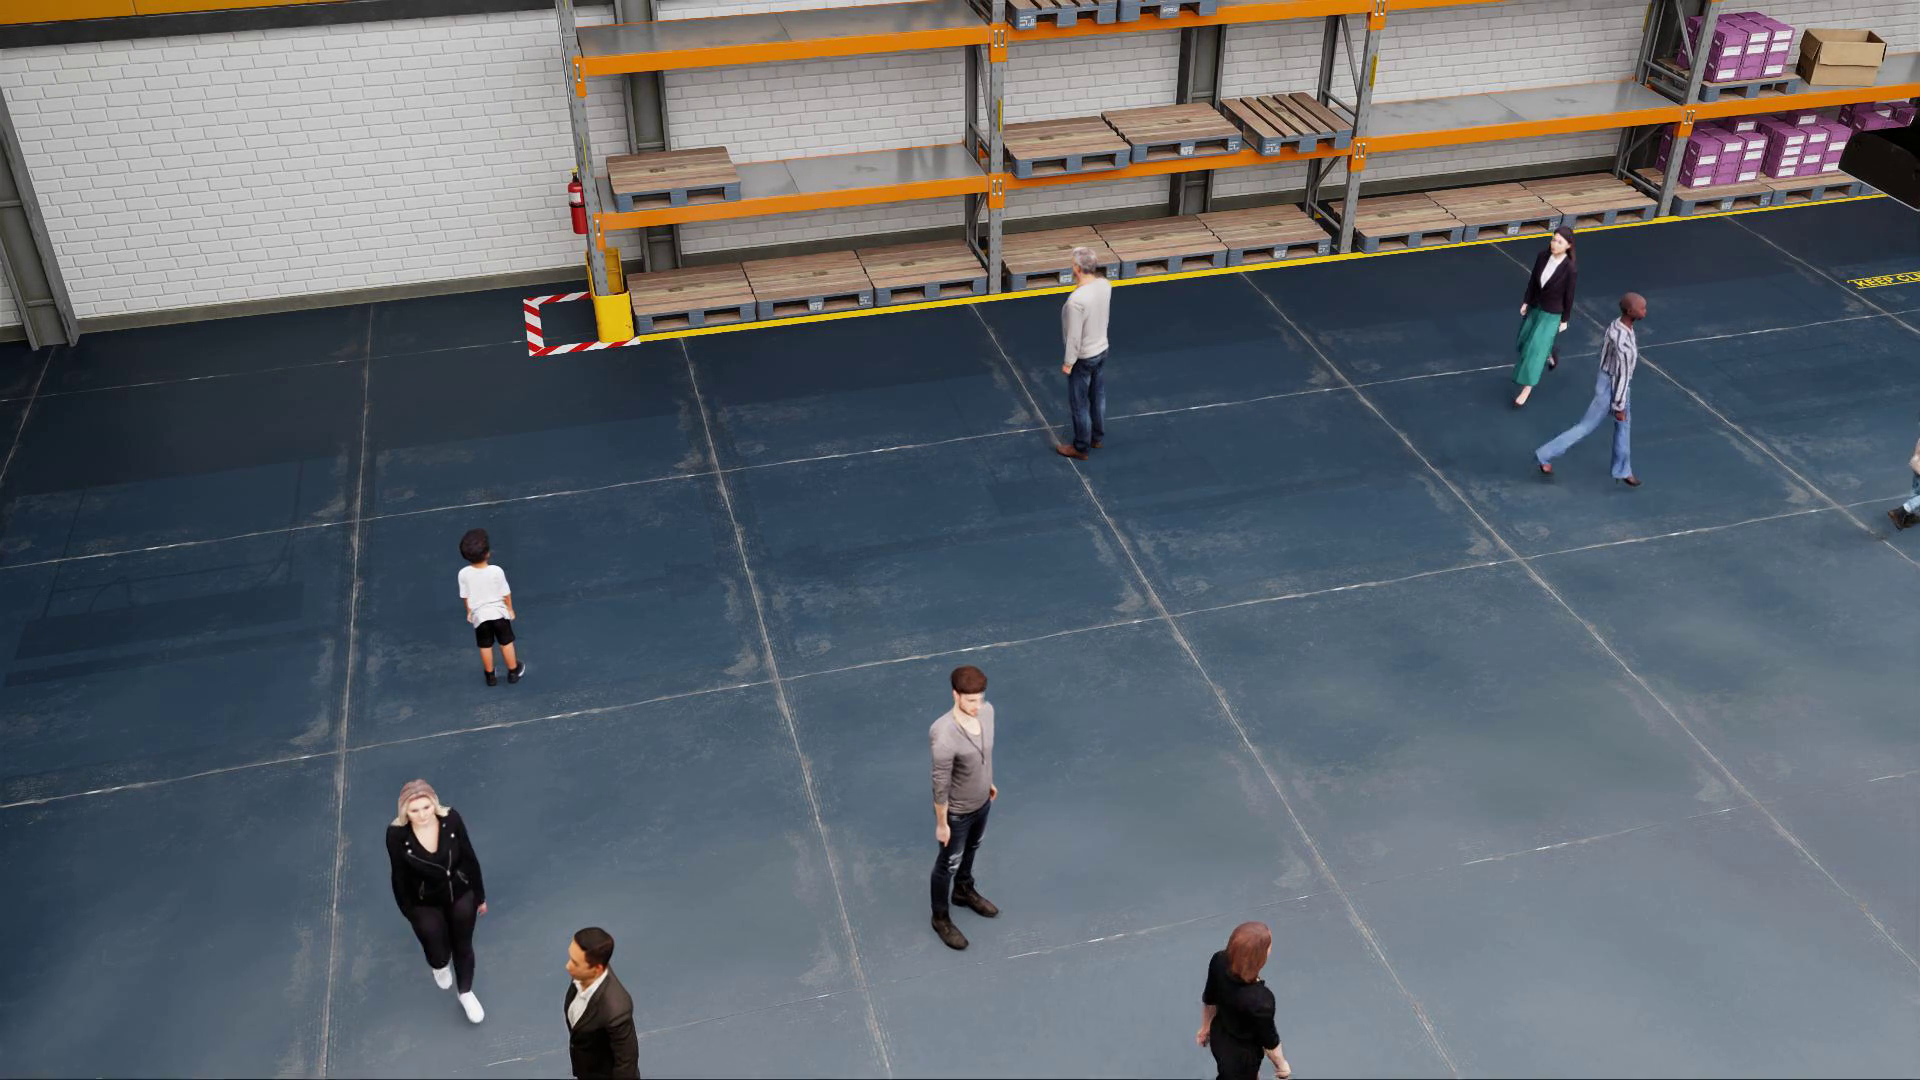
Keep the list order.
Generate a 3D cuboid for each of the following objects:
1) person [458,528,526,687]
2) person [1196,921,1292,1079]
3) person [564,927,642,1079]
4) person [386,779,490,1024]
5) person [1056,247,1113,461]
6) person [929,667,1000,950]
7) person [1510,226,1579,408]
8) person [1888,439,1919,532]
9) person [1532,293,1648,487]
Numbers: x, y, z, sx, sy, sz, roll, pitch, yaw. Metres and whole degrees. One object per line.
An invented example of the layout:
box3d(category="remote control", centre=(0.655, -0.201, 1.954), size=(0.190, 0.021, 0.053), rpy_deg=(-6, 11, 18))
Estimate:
box3d(category="person", centre=(-3.310, 0.479, 11.667), size=(0.451, 1.259, 0.571), rpy_deg=(-4, 34, -7))
box3d(category="person", centre=(1.270, 2.565, 8.157), size=(1.039, 1.671, 0.676), rpy_deg=(-12, 36, -18))
box3d(category="person", centre=(-1.710, 2.539, 8.074), size=(0.688, 1.805, 0.741), rpy_deg=(-23, 40, -30))
box3d(category="person", centre=(-2.860, 1.916, 9.129), size=(0.745, 1.677, 0.776), rpy_deg=(-18, 38, -25))
box3d(category="person", centre=(1.079, -1.591, 14.196), size=(0.898, 1.908, 0.803), rpy_deg=(23, 40, 30))
box3d(category="person", centre=(0.011, 1.492, 9.562), size=(0.824, 1.903, 0.734), rpy_deg=(21, 39, 29))
box3d(category="person", centre=(5.327, -2.048, 15.055), size=(1.064, 1.718, 0.819), rpy_deg=(-22, 40, -30))
box3d(category="person", centre=(7.739, -0.590, 13.340), size=(0.640, 1.188, 0.483), rpy_deg=(-8, 35, -12))
box3d(category="person", centre=(5.275, -1.211, 13.766), size=(1.239, 1.750, 1.043), rpy_deg=(10, 35, 14))
